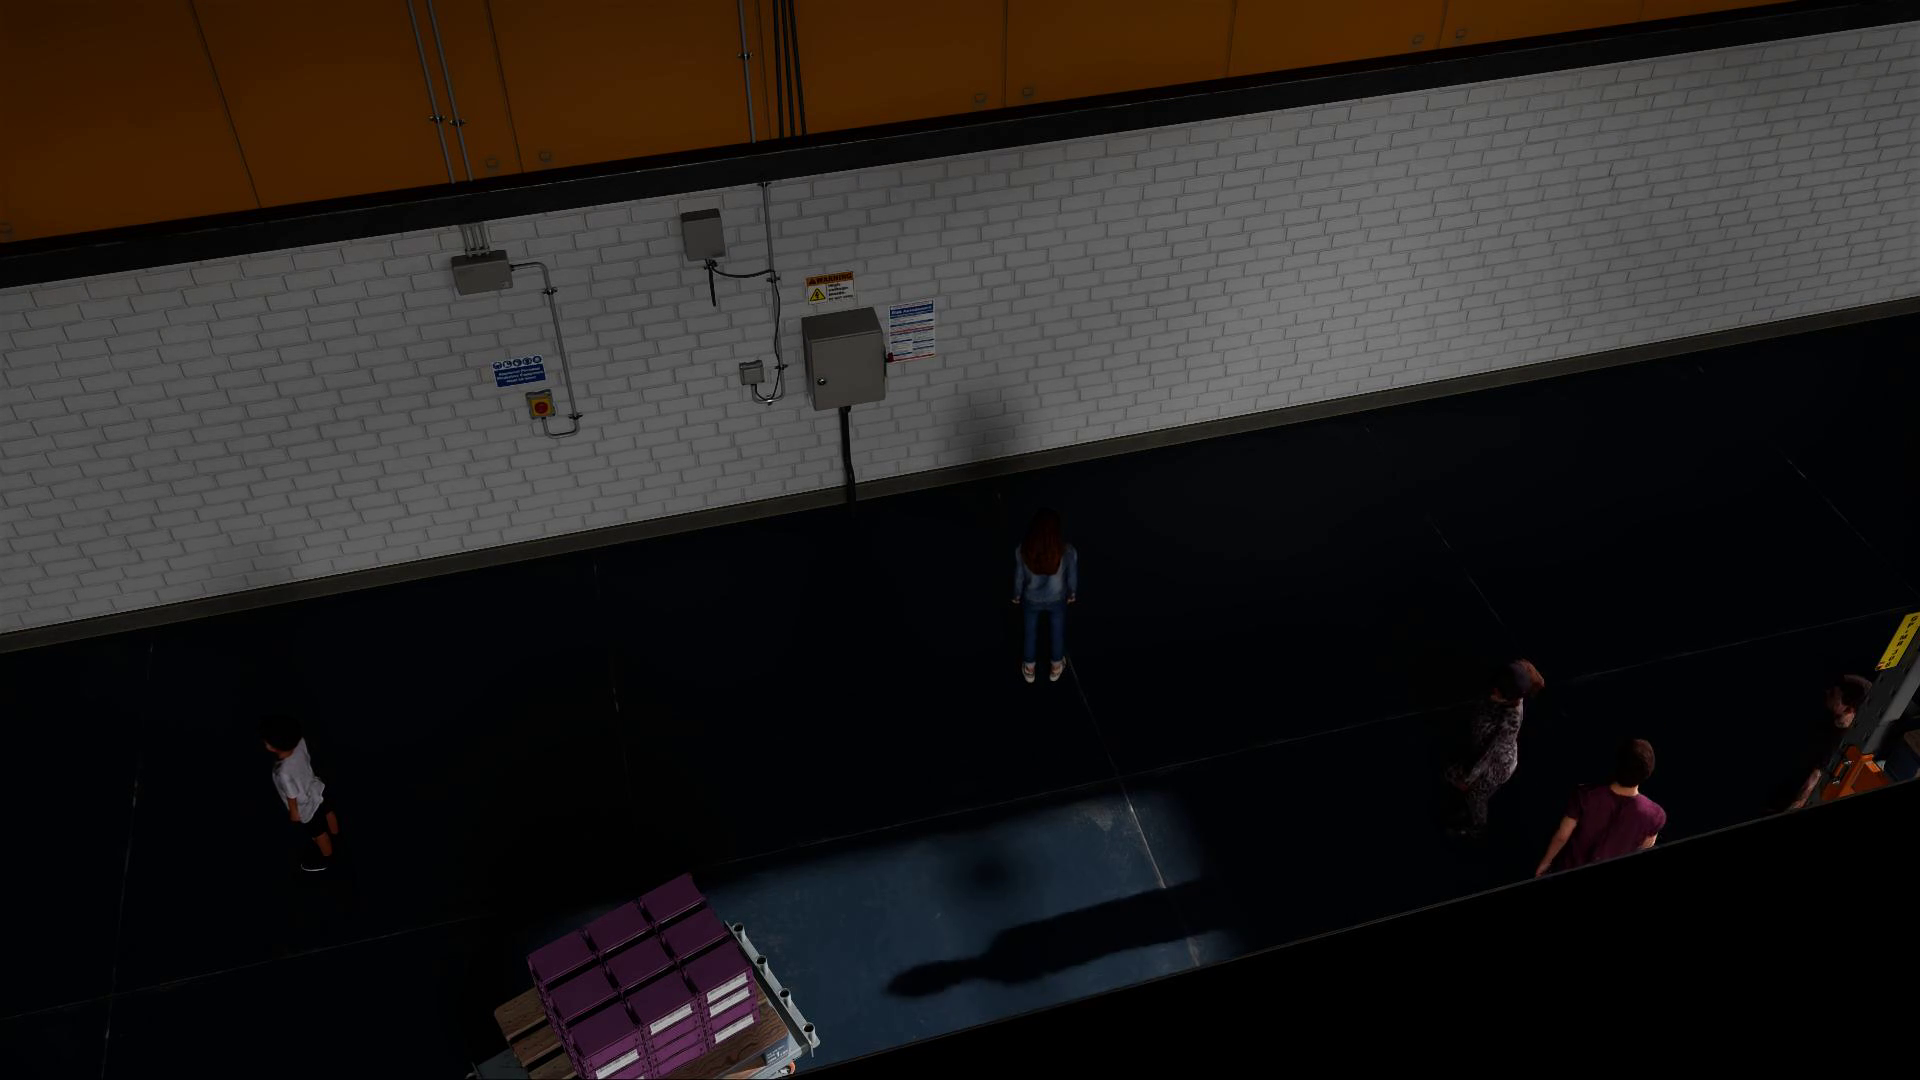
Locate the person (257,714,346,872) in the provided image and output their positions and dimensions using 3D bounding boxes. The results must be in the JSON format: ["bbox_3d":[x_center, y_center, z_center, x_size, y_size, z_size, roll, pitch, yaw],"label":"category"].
[{"bbox_3d":[-3.808,1.449,9.651,0.602,1.262,0.510,1,44,1],"label":"person"}]

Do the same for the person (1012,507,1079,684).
[{"bbox_3d":[0.537,0.358,10.640,0.619,1.477,0.589,2,44,2],"label":"person"}]

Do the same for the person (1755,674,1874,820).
[{"bbox_3d":[4.811,1.467,9.215,0.864,1.837,0.795,18,47,18],"label":"person"}]

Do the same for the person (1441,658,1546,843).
[{"bbox_3d":[3.100,1.283,9.516,0.767,1.689,0.651,11,45,11],"label":"person"}]

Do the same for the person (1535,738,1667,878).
[{"bbox_3d":[3.344,1.813,8.861,0.971,1.825,1.051,18,47,18],"label":"person"}]
